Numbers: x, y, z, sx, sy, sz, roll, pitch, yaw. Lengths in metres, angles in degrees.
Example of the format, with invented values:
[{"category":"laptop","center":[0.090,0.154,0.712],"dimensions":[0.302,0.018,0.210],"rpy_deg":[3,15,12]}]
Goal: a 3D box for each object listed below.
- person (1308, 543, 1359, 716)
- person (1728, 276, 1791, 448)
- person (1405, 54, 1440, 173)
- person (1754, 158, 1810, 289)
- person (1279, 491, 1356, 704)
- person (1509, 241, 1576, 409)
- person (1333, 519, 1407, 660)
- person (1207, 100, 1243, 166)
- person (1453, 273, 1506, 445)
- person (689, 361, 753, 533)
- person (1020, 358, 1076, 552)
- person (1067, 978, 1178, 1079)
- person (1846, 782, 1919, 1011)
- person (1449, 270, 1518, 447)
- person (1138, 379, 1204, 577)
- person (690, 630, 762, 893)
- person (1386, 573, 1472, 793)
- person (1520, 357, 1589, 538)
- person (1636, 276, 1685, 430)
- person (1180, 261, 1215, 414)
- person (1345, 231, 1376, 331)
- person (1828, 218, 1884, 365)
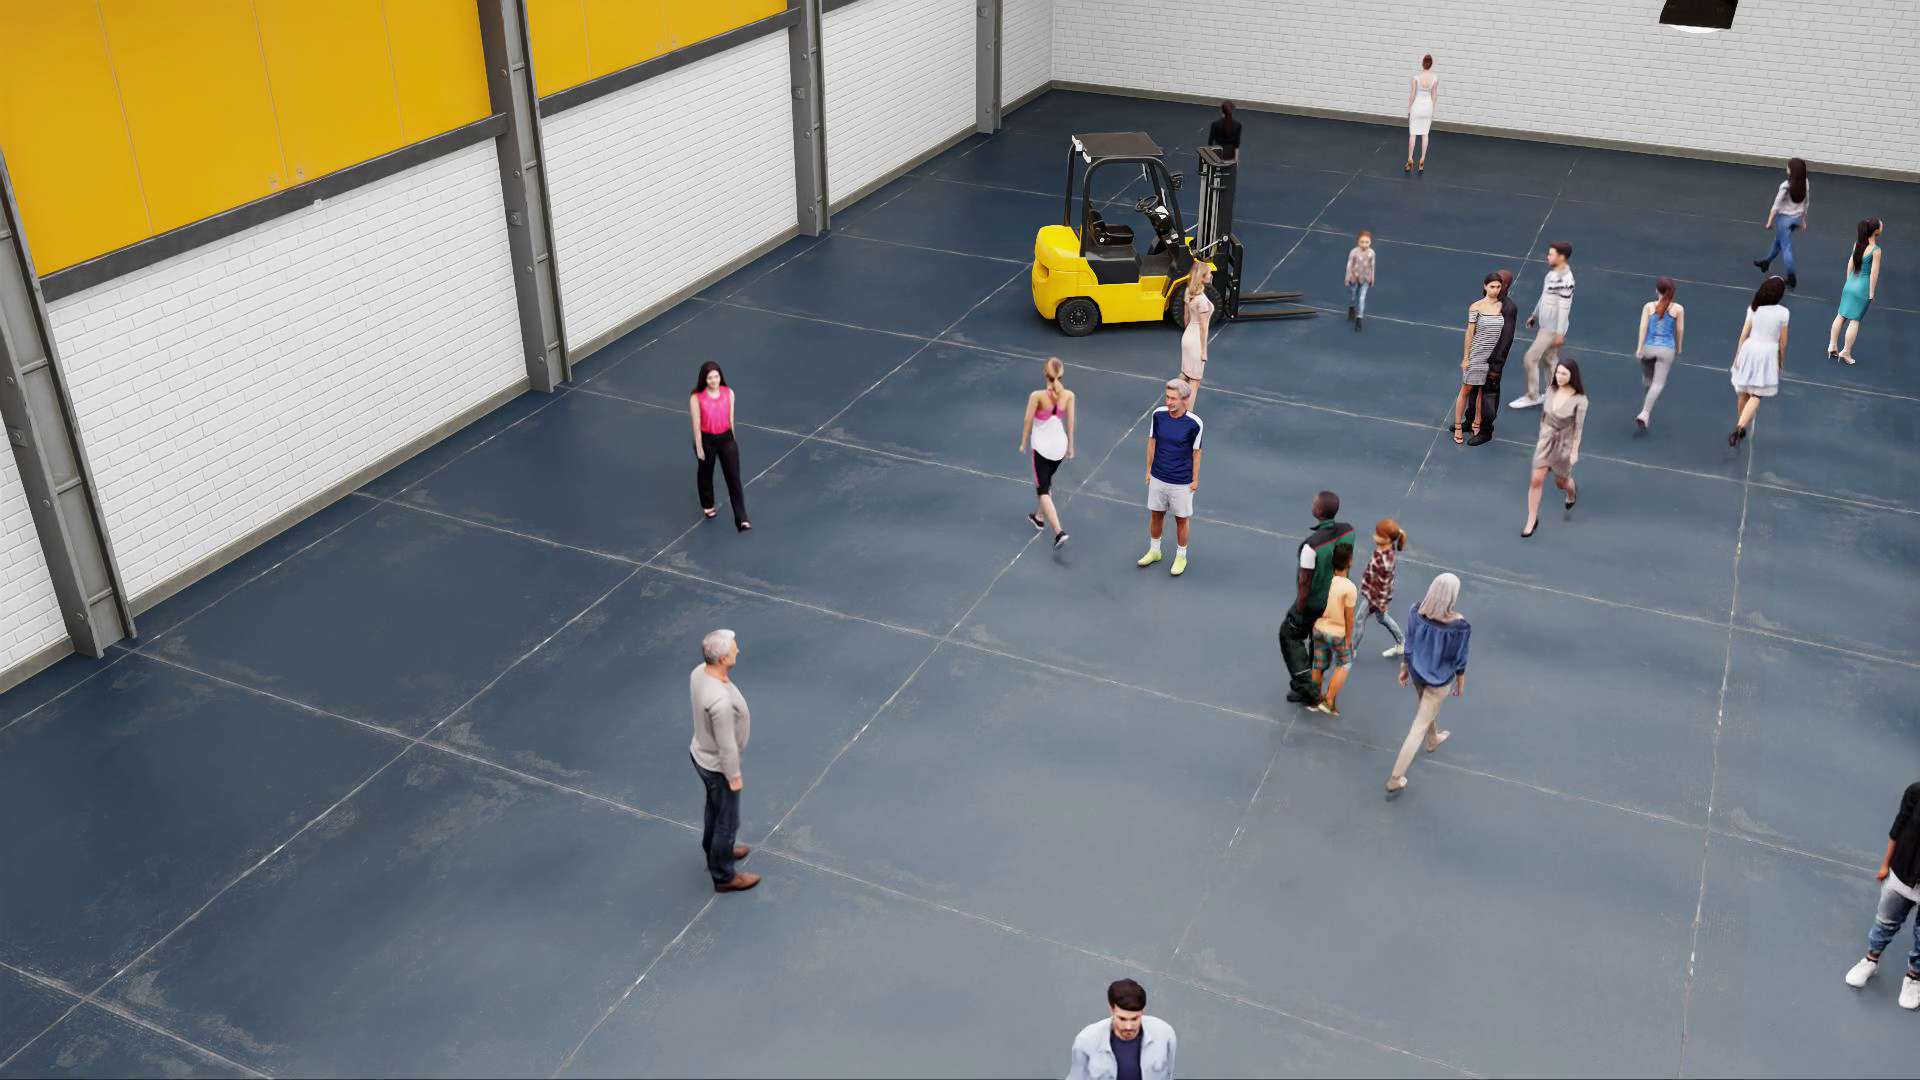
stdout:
[{"category":"person","center":[2.785,0.712,12.607],"dimensions":[0.601,1.451,0.653],"rpy_deg":[22,35,34]},{"category":"person","center":[8.025,-1.736,16.743],"dimensions":[0.790,1.789,1.046],"rpy_deg":[20,34,32]},{"category":"person","center":[7.110,-6.584,25.626],"dimensions":[0.619,1.793,0.581],"rpy_deg":[2,29,4]},{"category":"person","center":[10.554,-3.982,21.081],"dimensions":[1.065,1.578,1.113],"rpy_deg":[-10,30,-18]},{"category":"person","center":[2.778,0.491,12.619],"dimensions":[0.813,1.829,0.898],"rpy_deg":[-17,33,-28]},{"category":"person","center":[6.378,-2.271,17.676],"dimensions":[0.824,1.834,0.746],"rpy_deg":[7,29,12]},{"category":"person","center":[3.412,0.409,13.334],"dimensions":[0.668,1.288,0.841],"rpy_deg":[8,30,15]},{"category":"person","center":[3.717,-5.343,23.526],"dimensions":[0.953,1.626,1.136],"rpy_deg":[-3,29,-6]},{"category":"person","center":[5.306,-1.846,16.909],"dimensions":[0.689,1.822,0.707],"rpy_deg":[-4,29,-7]},{"category":"person","center":[-2.293,-0.890,15.375],"dimensions":[1.069,1.614,1.045],"rpy_deg":[-15,32,-25]},{"category":"person","center":[0.822,-0.748,14.963],"dimensions":[1.101,1.759,1.151],"rpy_deg":[-11,30,-19]},{"category":"person","center":[0.788,2.849,8.331],"dimensions":[0.955,1.795,1.069],"rpy_deg":[-3,29,-6]},{"category":"person","center":[5.791,1.972,9.919],"dimensions":[0.756,1.815,0.704],"rpy_deg":[23,36,36]},{"category":"person","center":[5.421,-1.895,16.997],"dimensions":[0.849,1.825,0.781],"rpy_deg":[-9,30,-16]},{"category":"person","center":[1.862,-0.571,14.556],"dimensions":[0.651,1.837,0.557],"rpy_deg":[15,32,26]},{"category":"person","center":[-1.565,1.433,10.817],"dimensions":[0.876,1.901,0.816],"rpy_deg":[-10,30,-18]},{"category":"person","center":[3.299,1.039,11.804],"dimensions":[0.893,1.648,1.247],"rpy_deg":[25,37,37]},{"category":"person","center":[5.499,-0.852,15.192],"dimensions":[1.127,1.722,0.884],"rpy_deg":[-22,36,-35]},{"category":"person","center":[7.247,-1.921,17.309],"dimensions":[0.656,1.571,1.086],"rpy_deg":[18,33,30]},{"category":"person","center":[2.412,-2.004,17.193],"dimensions":[0.707,1.829,0.636],"rpy_deg":[-8,30,-15]},{"category":"person","center":[4.798,-3.146,19.965],"dimensions":[0.616,1.178,0.861],"rpy_deg":[6,29,10]},{"category":"person","center":[10.180,-2.834,18.863],"dimensions":[0.678,1.686,0.610],"rpy_deg":[-9,30,-15]}]
